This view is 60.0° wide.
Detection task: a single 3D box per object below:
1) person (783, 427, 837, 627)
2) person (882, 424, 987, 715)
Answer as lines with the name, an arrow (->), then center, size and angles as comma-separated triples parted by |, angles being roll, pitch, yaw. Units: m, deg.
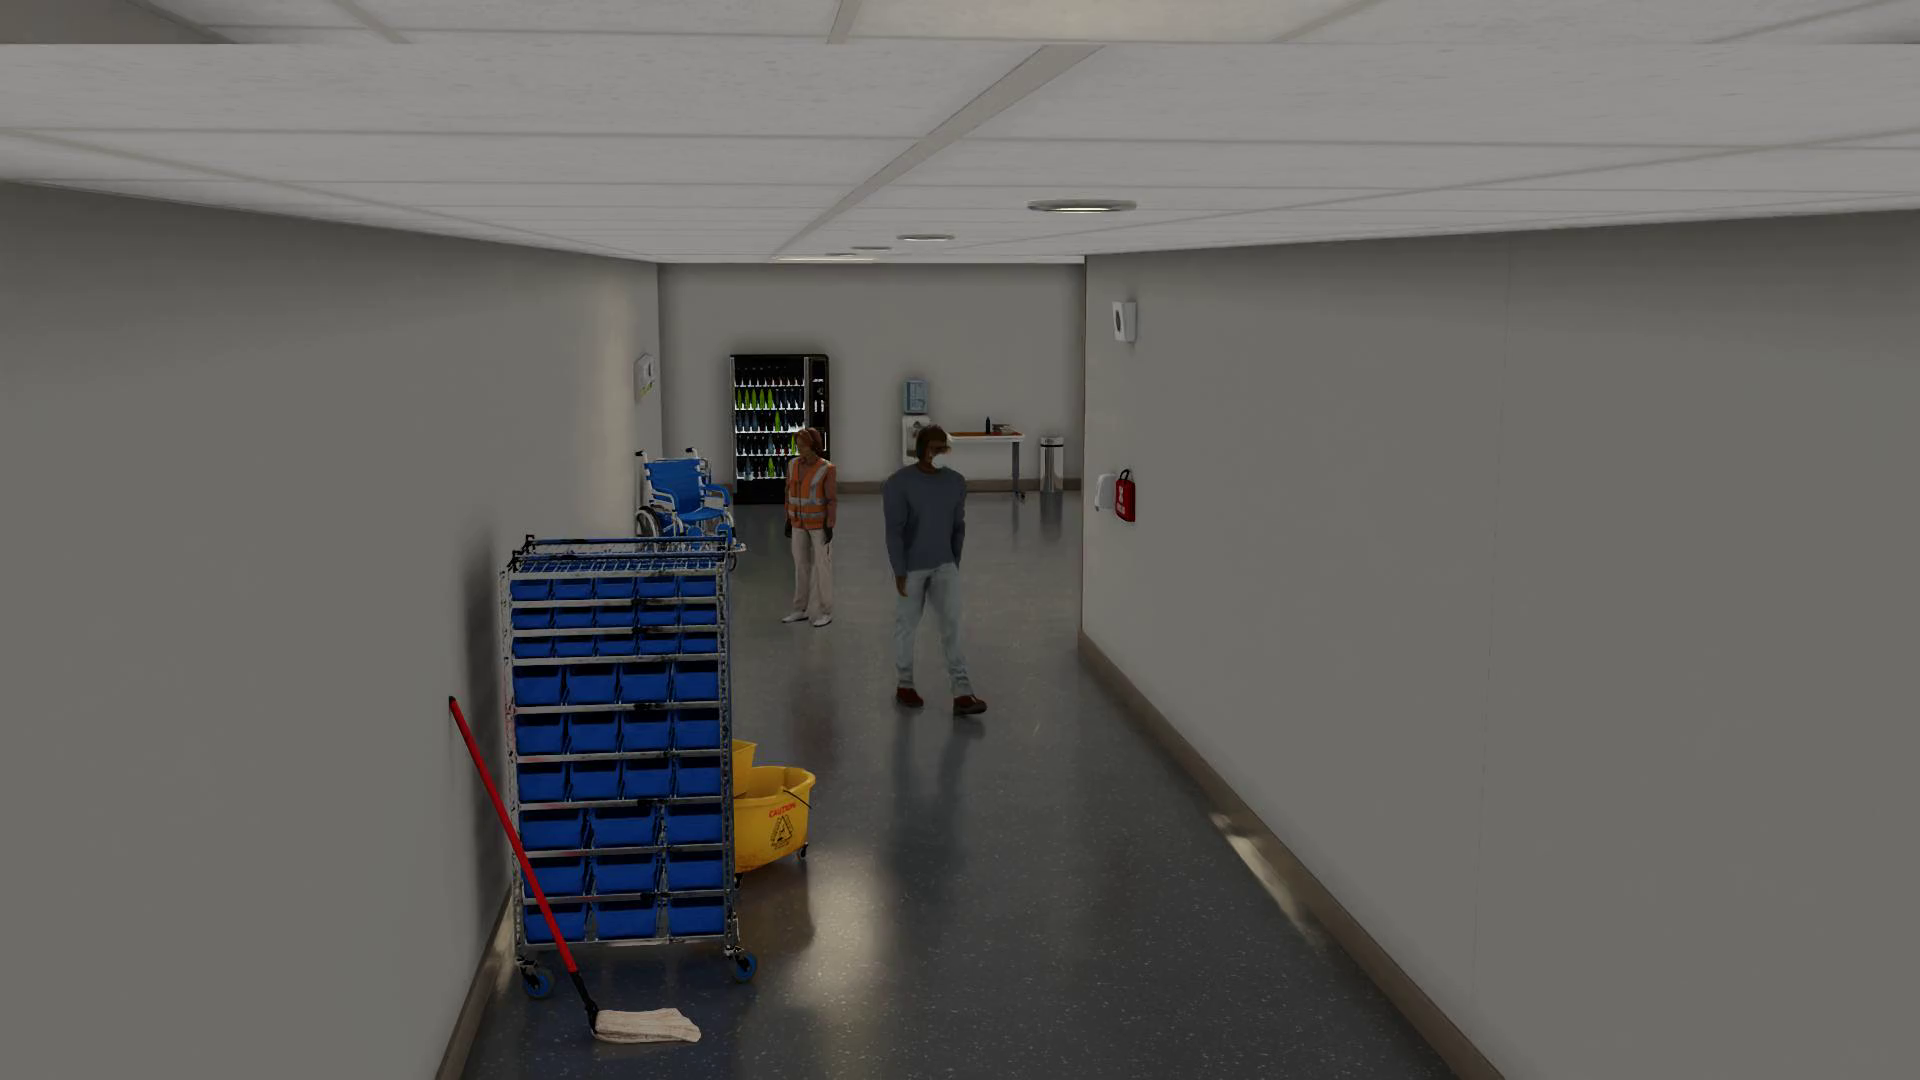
person -> -1.229, -0.111, 13.664 | 0.514, 1.639, 0.311 | 6, 11, 33
person -> -0.174, 0.210, 10.851 | 0.645, 1.903, 0.899 | -5, 10, -26
